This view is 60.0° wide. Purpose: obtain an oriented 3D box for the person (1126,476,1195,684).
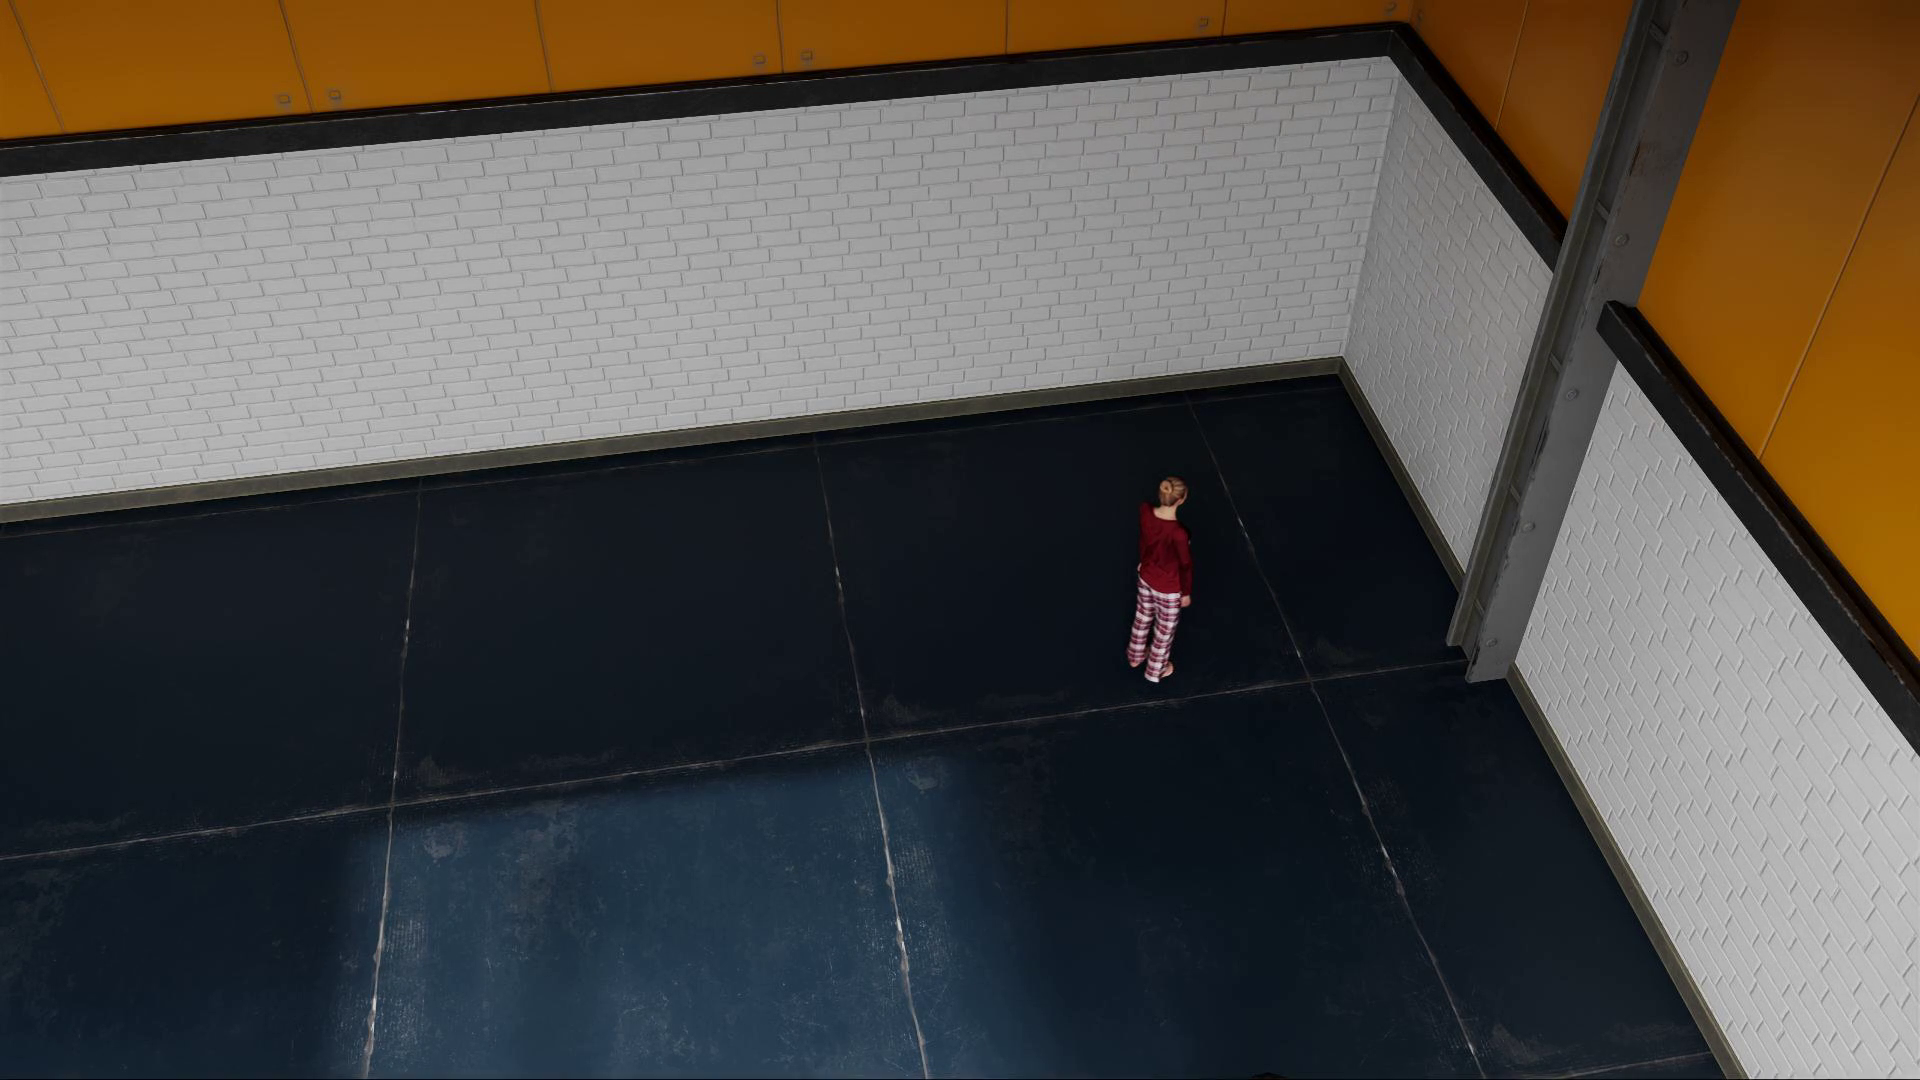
[{"bbox_3d":[1.295,0.241,10.664,0.732,1.700,0.592,-27,50,-25],"label":"person"}]
